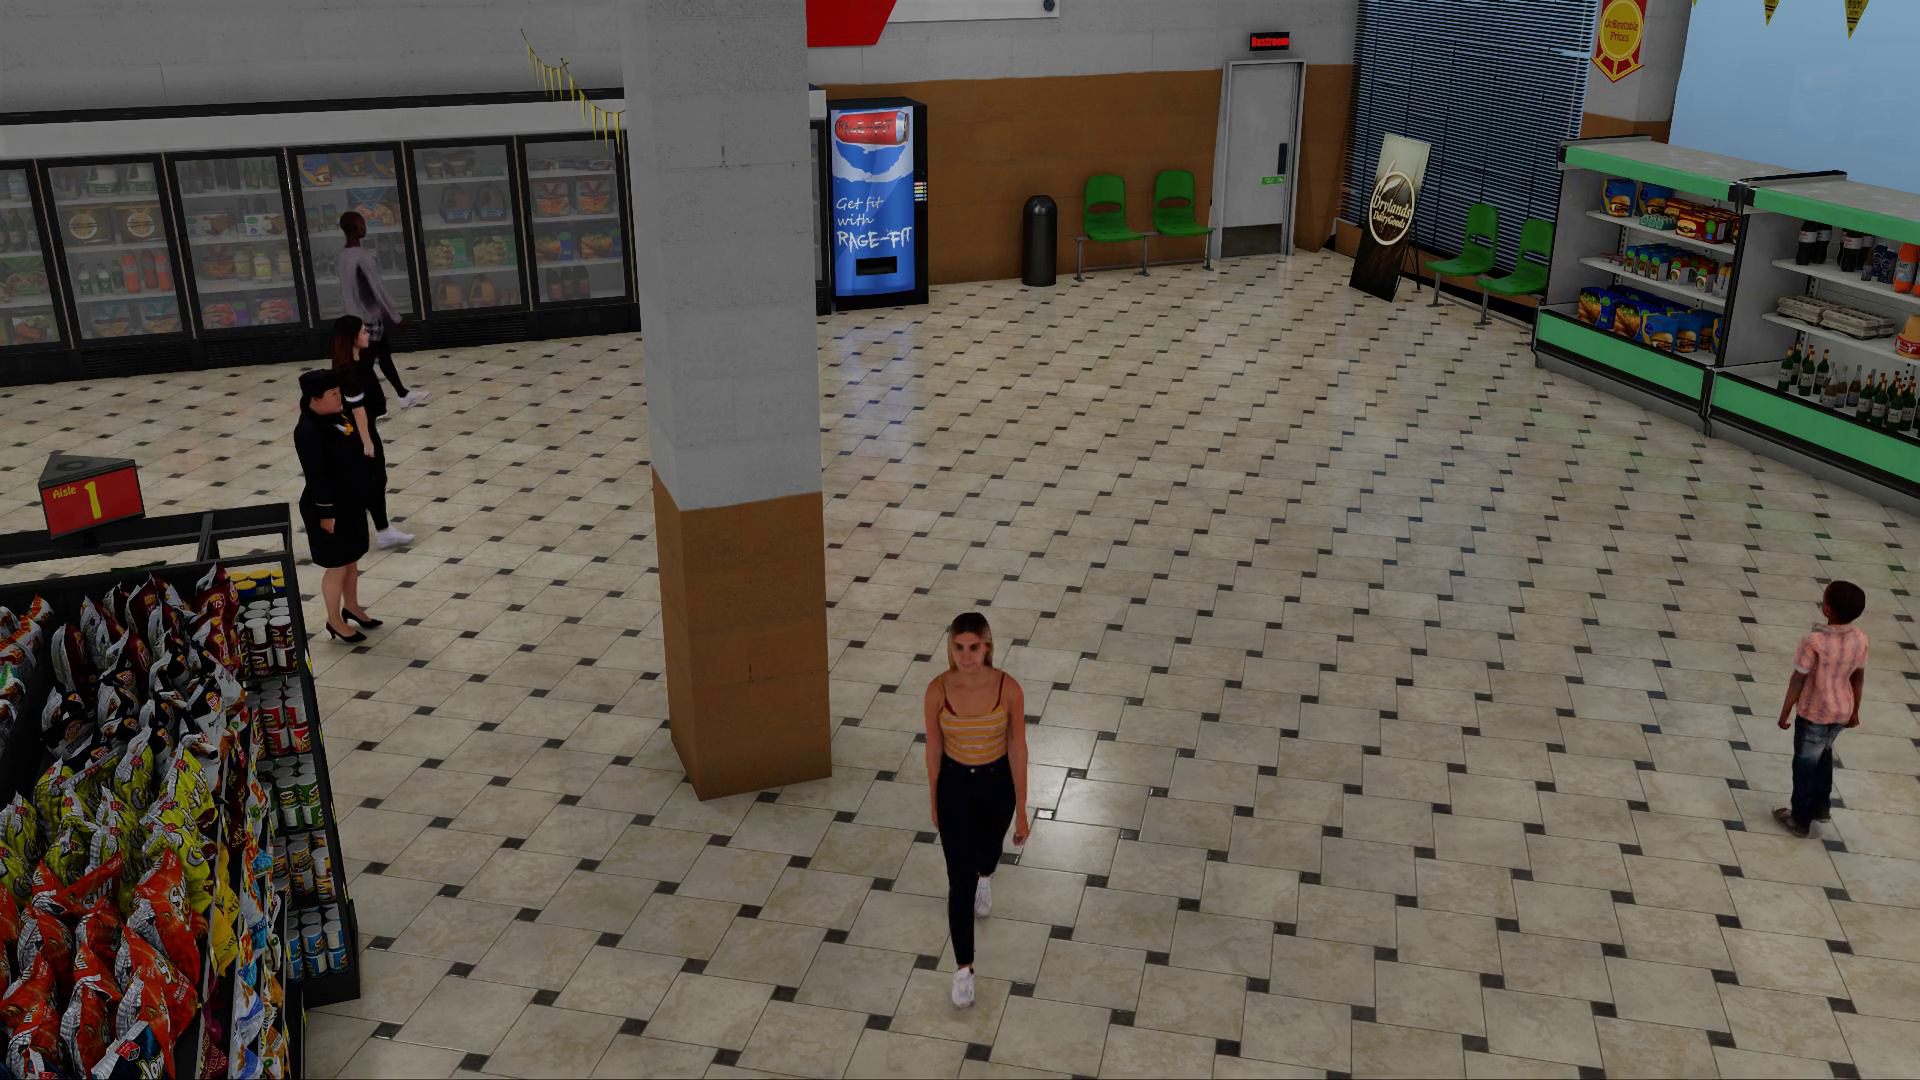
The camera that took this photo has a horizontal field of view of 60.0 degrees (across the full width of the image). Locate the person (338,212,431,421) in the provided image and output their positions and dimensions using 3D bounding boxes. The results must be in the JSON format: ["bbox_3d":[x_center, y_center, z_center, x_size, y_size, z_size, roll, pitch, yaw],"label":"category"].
[{"bbox_3d":[-4.960,-1.796,13.731,0.935,1.738,1.054,-19,29,-40],"label":"person"}]

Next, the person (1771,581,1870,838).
[{"bbox_3d":[4.090,0.822,7.803,0.553,1.300,0.532,-4,22,-9],"label":"person"}]

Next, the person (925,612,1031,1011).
[{"bbox_3d":[0.079,1.026,6.904,0.843,1.590,1.186,0,22,-1],"label":"person"}]

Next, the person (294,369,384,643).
[{"bbox_3d":[-3.708,-0.203,9.855,0.836,1.671,0.704,1,22,2],"label":"person"}]

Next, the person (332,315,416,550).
[{"bbox_3d":[-4.065,-0.684,11.110,0.670,1.627,0.776,-8,23,-20],"label":"person"}]
